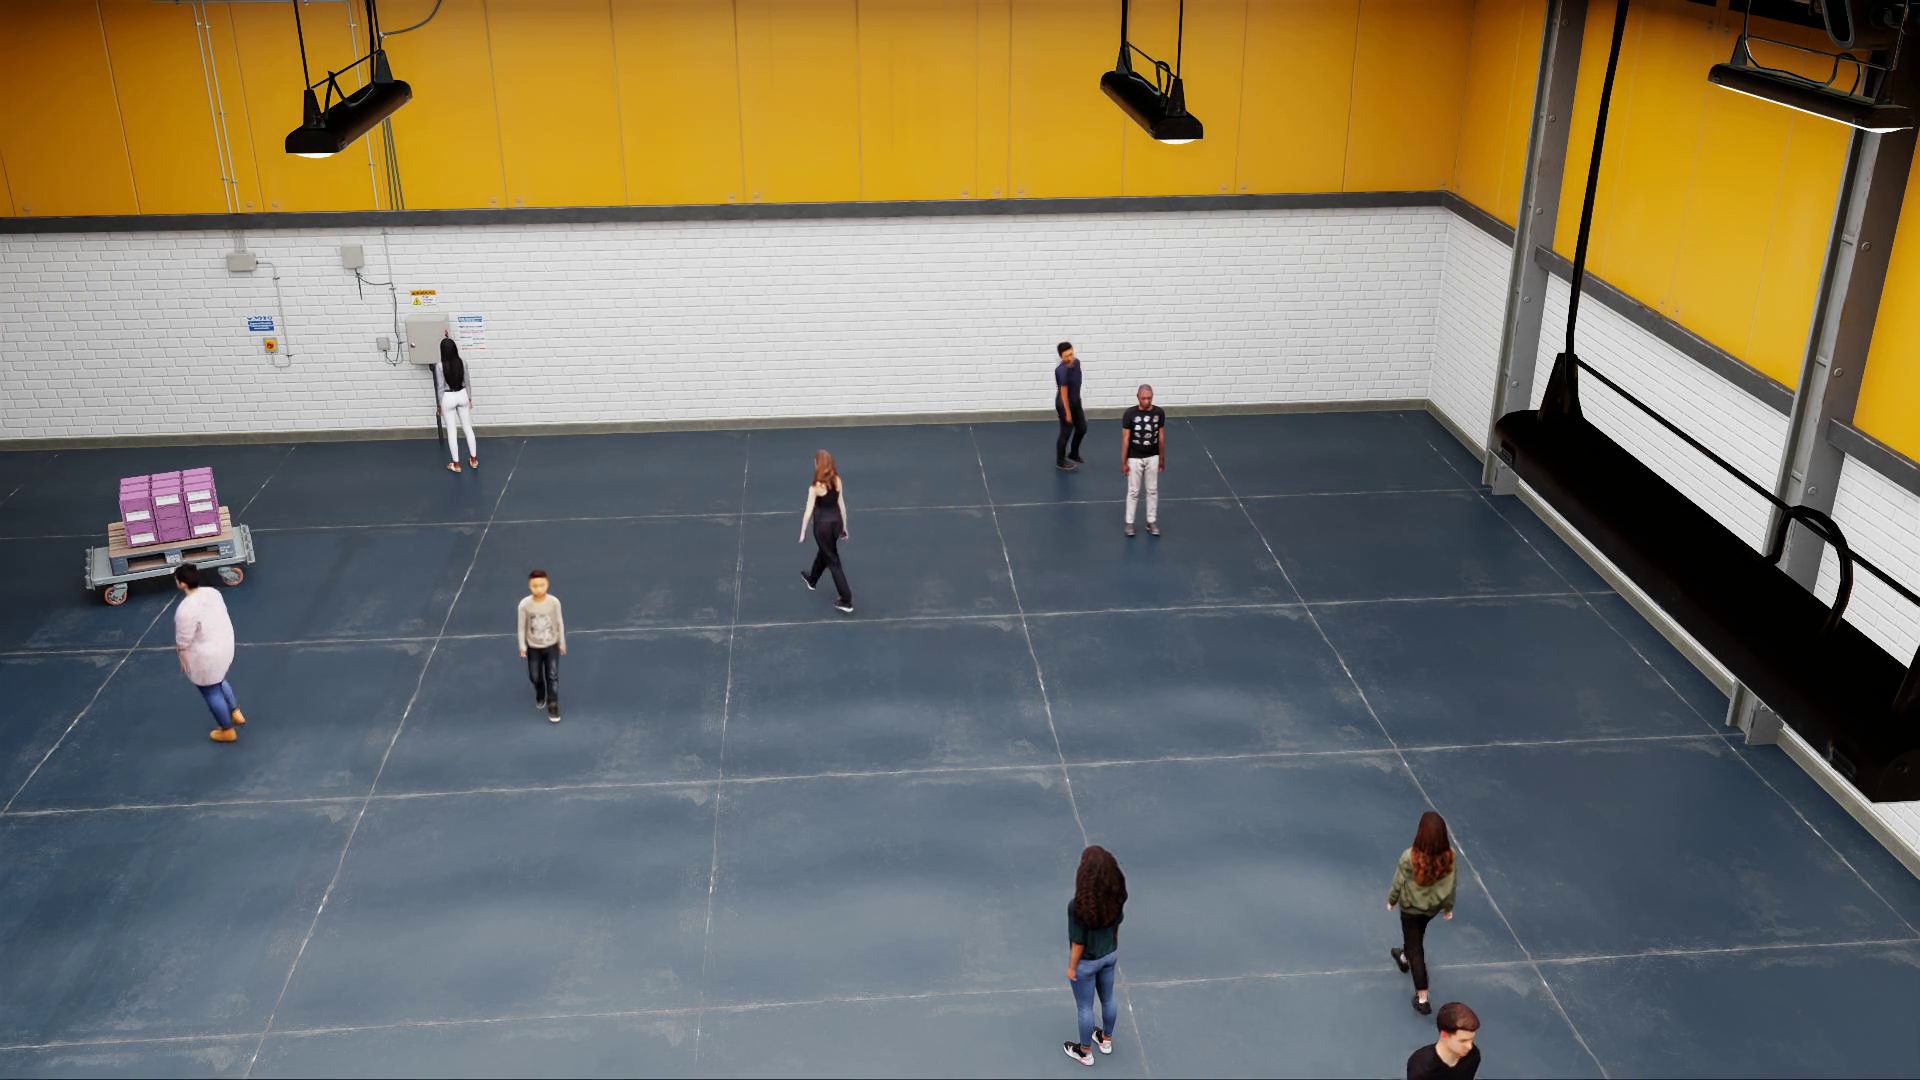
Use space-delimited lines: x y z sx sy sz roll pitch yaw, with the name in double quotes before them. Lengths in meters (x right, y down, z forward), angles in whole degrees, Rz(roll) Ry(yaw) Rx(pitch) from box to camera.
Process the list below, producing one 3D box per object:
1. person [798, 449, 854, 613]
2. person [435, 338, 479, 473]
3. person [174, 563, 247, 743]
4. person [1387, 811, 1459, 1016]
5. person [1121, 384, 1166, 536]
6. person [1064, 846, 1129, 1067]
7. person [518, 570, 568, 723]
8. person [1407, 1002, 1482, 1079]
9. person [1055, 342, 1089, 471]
"person" -1.302 -0.057 17.130 1.059 1.695 1.183 -21 31 -39
"person" -6.337 -1.716 20.886 0.677 1.725 0.698 -18 29 -35
"person" -6.567 0.995 14.678 0.883 1.730 0.766 7 25 16
"person" 3.194 2.568 11.439 0.632 1.443 0.983 -3 24 -7
"person" 2.090 -0.934 19.003 0.662 1.801 0.612 -3 24 -7
"person" 0.878 2.712 10.892 0.704 1.617 0.737 -15 28 -31
"person" -3.810 0.929 15.170 0.655 1.457 0.743 -8 25 -18
"person" 2.560 3.296 9.310 0.933 1.814 1.246 -9 25 -21
"person" 1.346 -1.687 20.800 0.896 1.742 0.815 9 25 20
